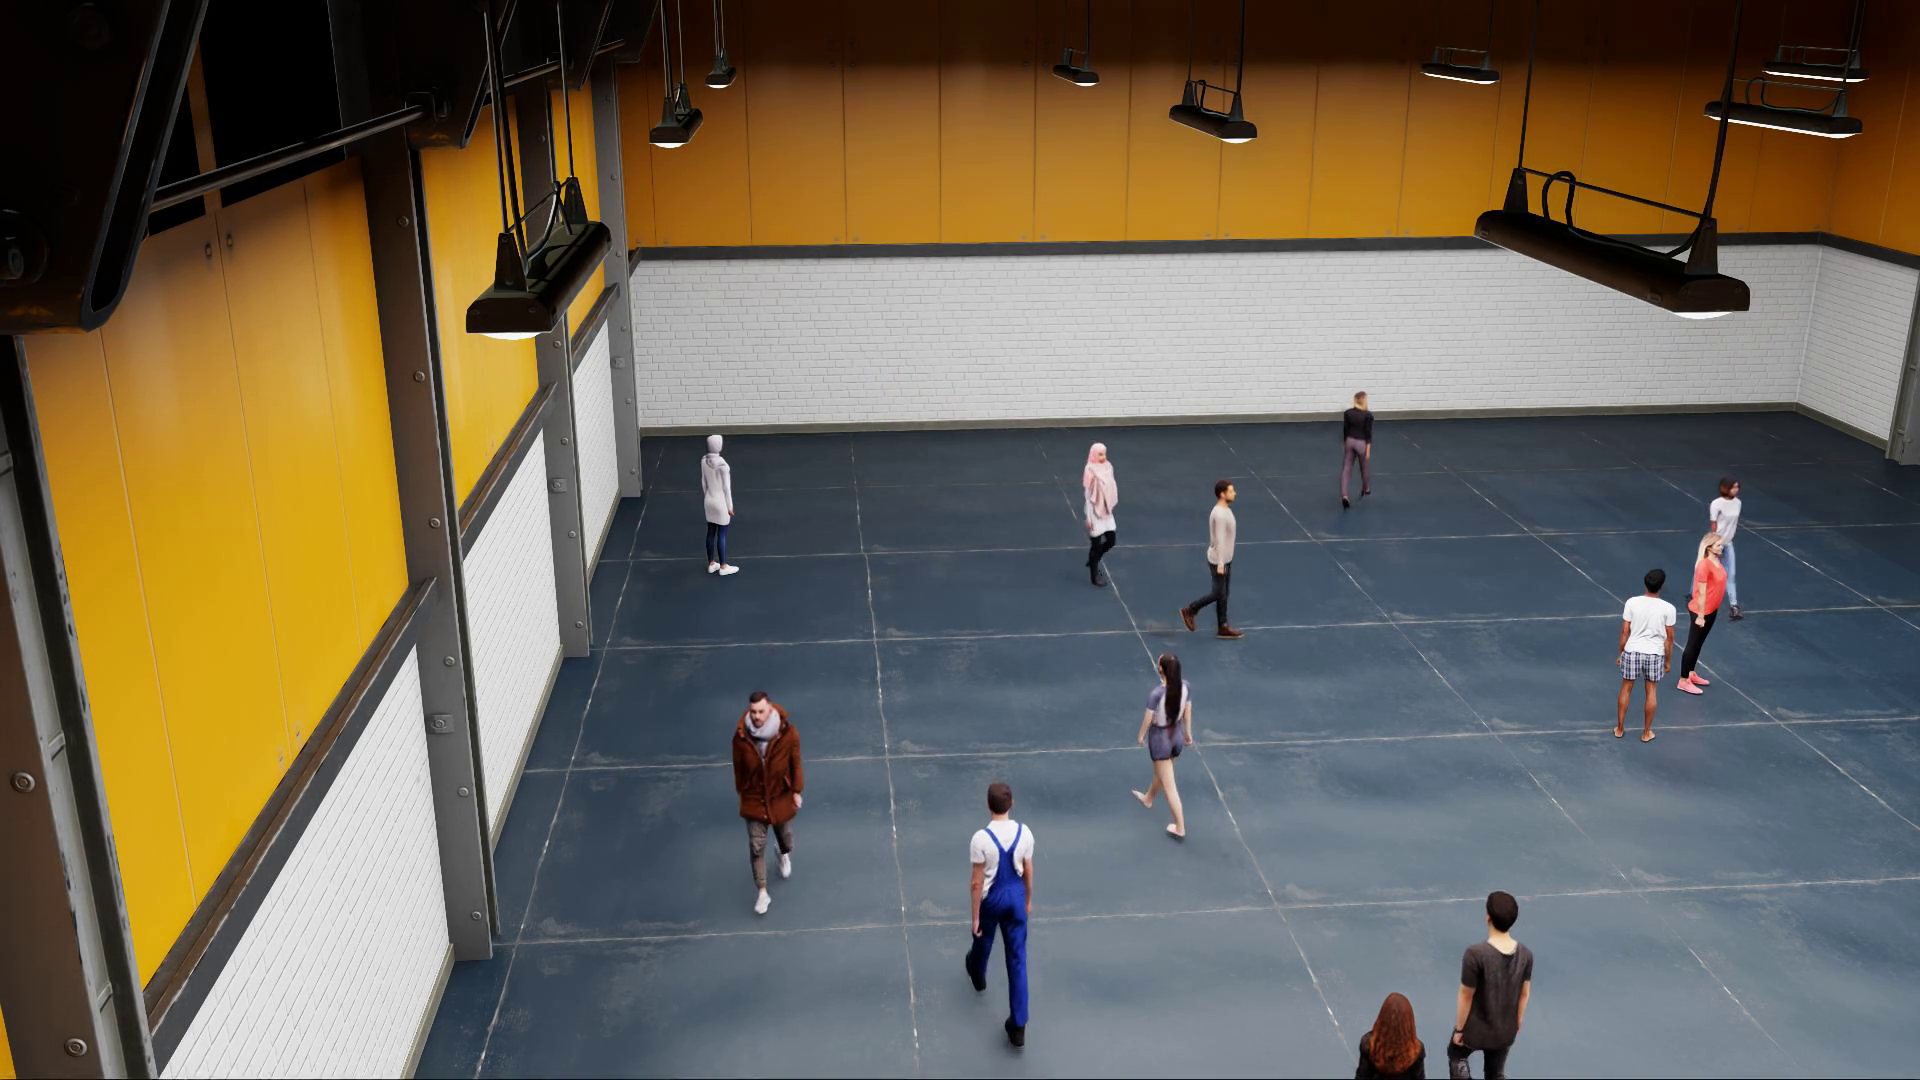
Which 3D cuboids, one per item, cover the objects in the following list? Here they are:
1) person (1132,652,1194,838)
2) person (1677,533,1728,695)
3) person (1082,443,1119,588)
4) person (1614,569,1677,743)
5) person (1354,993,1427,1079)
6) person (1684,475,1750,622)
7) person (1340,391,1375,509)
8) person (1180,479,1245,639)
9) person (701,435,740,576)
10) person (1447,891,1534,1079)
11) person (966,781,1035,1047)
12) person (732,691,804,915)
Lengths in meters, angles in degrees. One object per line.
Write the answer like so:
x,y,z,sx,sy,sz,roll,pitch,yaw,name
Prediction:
1.827,1.785,14.291,0.914,1.606,1.105,-12,22,-32,person
7.708,0.737,17.267,0.734,1.694,0.664,14,23,35,person
1.622,-0.315,20.236,0.785,1.792,0.841,-14,23,-35,person
6.618,1.108,16.105,0.715,1.732,0.717,10,21,26,person
2.543,3.343,9.859,0.614,1.483,0.582,3,19,9,person
8.711,0.074,19.261,0.774,1.678,1.167,-6,19,-17,person
5.478,-1.220,23.174,1.007,1.633,1.109,13,22,33,person
2.823,0.222,18.538,0.930,1.858,0.999,5,19,15,person
-3.019,-0.443,20.645,0.691,1.775,0.748,15,24,37,person
3.331,3.044,10.406,0.636,1.700,0.610,-1,19,-4,person
0.317,2.613,11.539,0.798,1.794,1.321,-5,19,-13,person
-1.519,2.029,13.236,0.706,1.819,0.914,-1,19,-3,person
